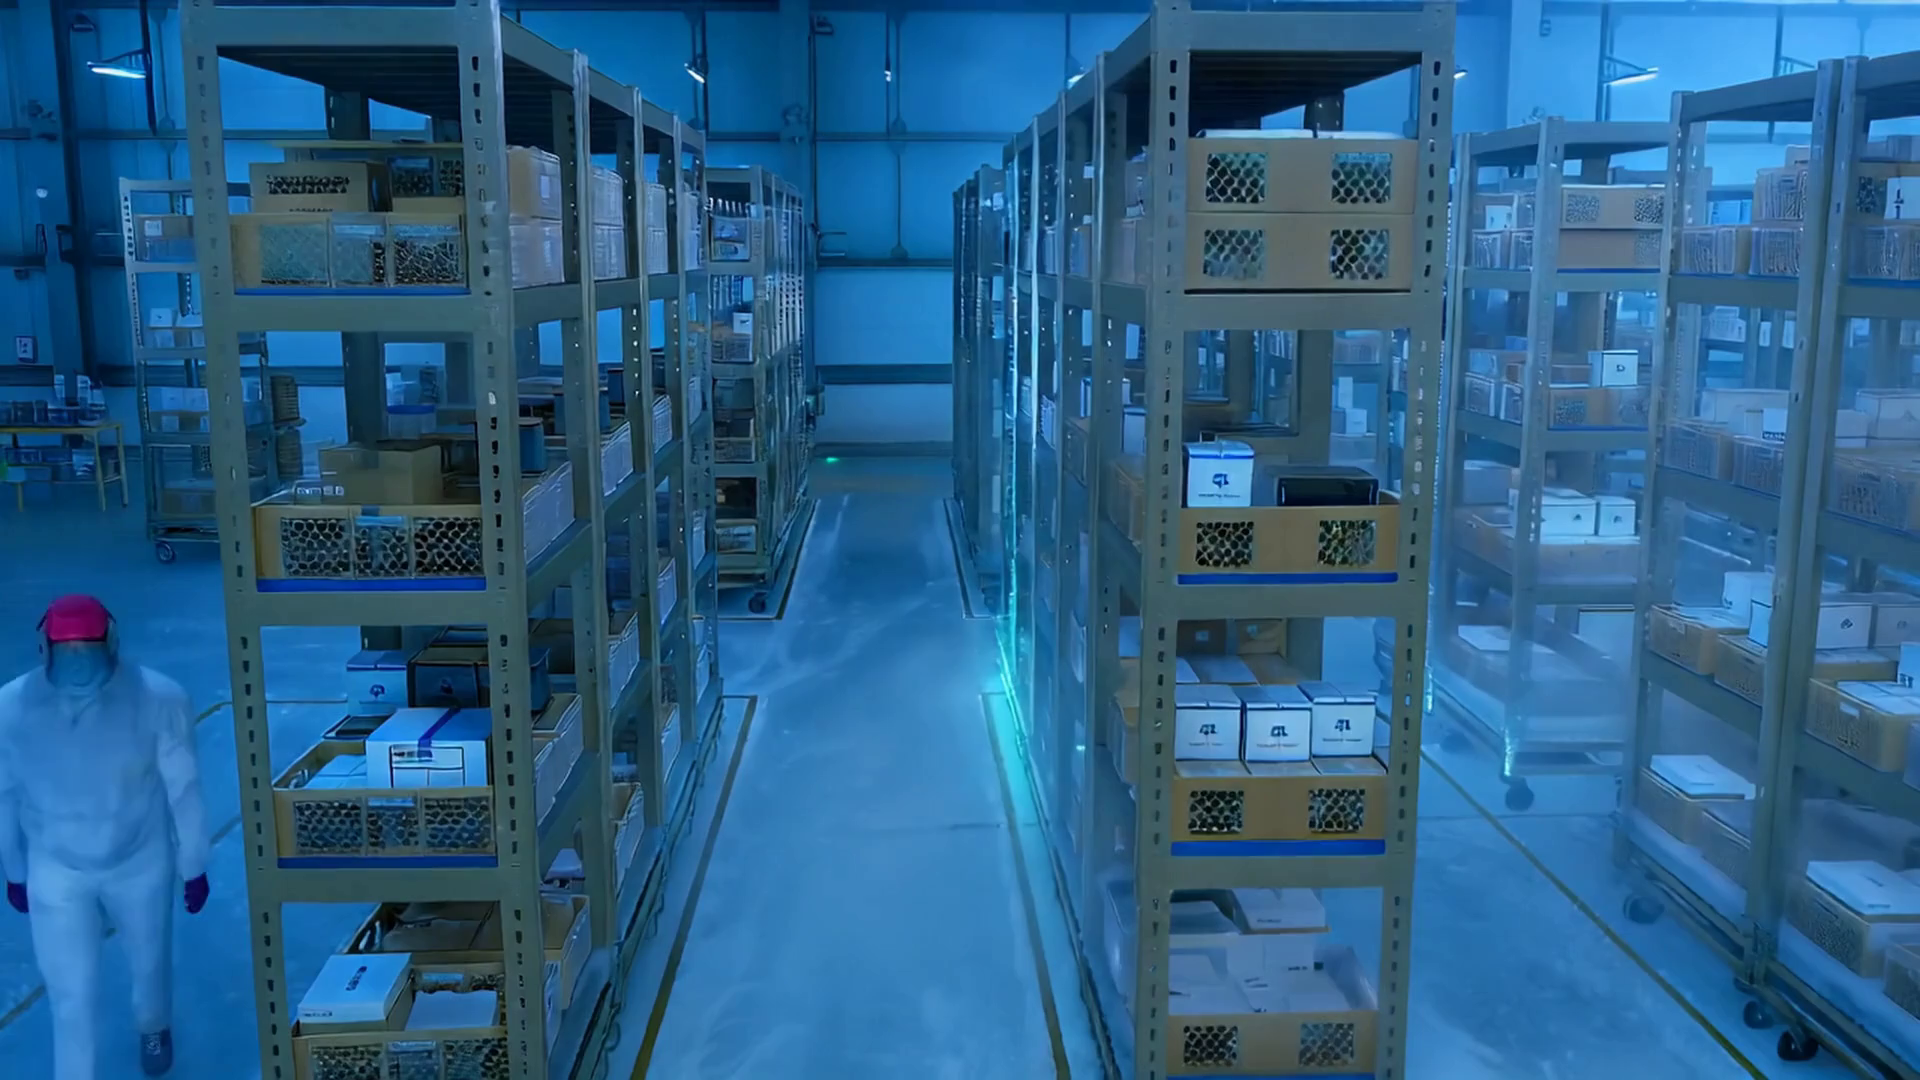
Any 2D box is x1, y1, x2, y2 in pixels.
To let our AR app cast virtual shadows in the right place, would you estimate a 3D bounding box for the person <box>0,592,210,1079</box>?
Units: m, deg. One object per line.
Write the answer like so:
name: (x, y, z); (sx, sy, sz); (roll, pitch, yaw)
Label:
person: (-2.898, 1.069, 5.651); (0.663, 1.855, 1.007); (-4, 11, -21)
